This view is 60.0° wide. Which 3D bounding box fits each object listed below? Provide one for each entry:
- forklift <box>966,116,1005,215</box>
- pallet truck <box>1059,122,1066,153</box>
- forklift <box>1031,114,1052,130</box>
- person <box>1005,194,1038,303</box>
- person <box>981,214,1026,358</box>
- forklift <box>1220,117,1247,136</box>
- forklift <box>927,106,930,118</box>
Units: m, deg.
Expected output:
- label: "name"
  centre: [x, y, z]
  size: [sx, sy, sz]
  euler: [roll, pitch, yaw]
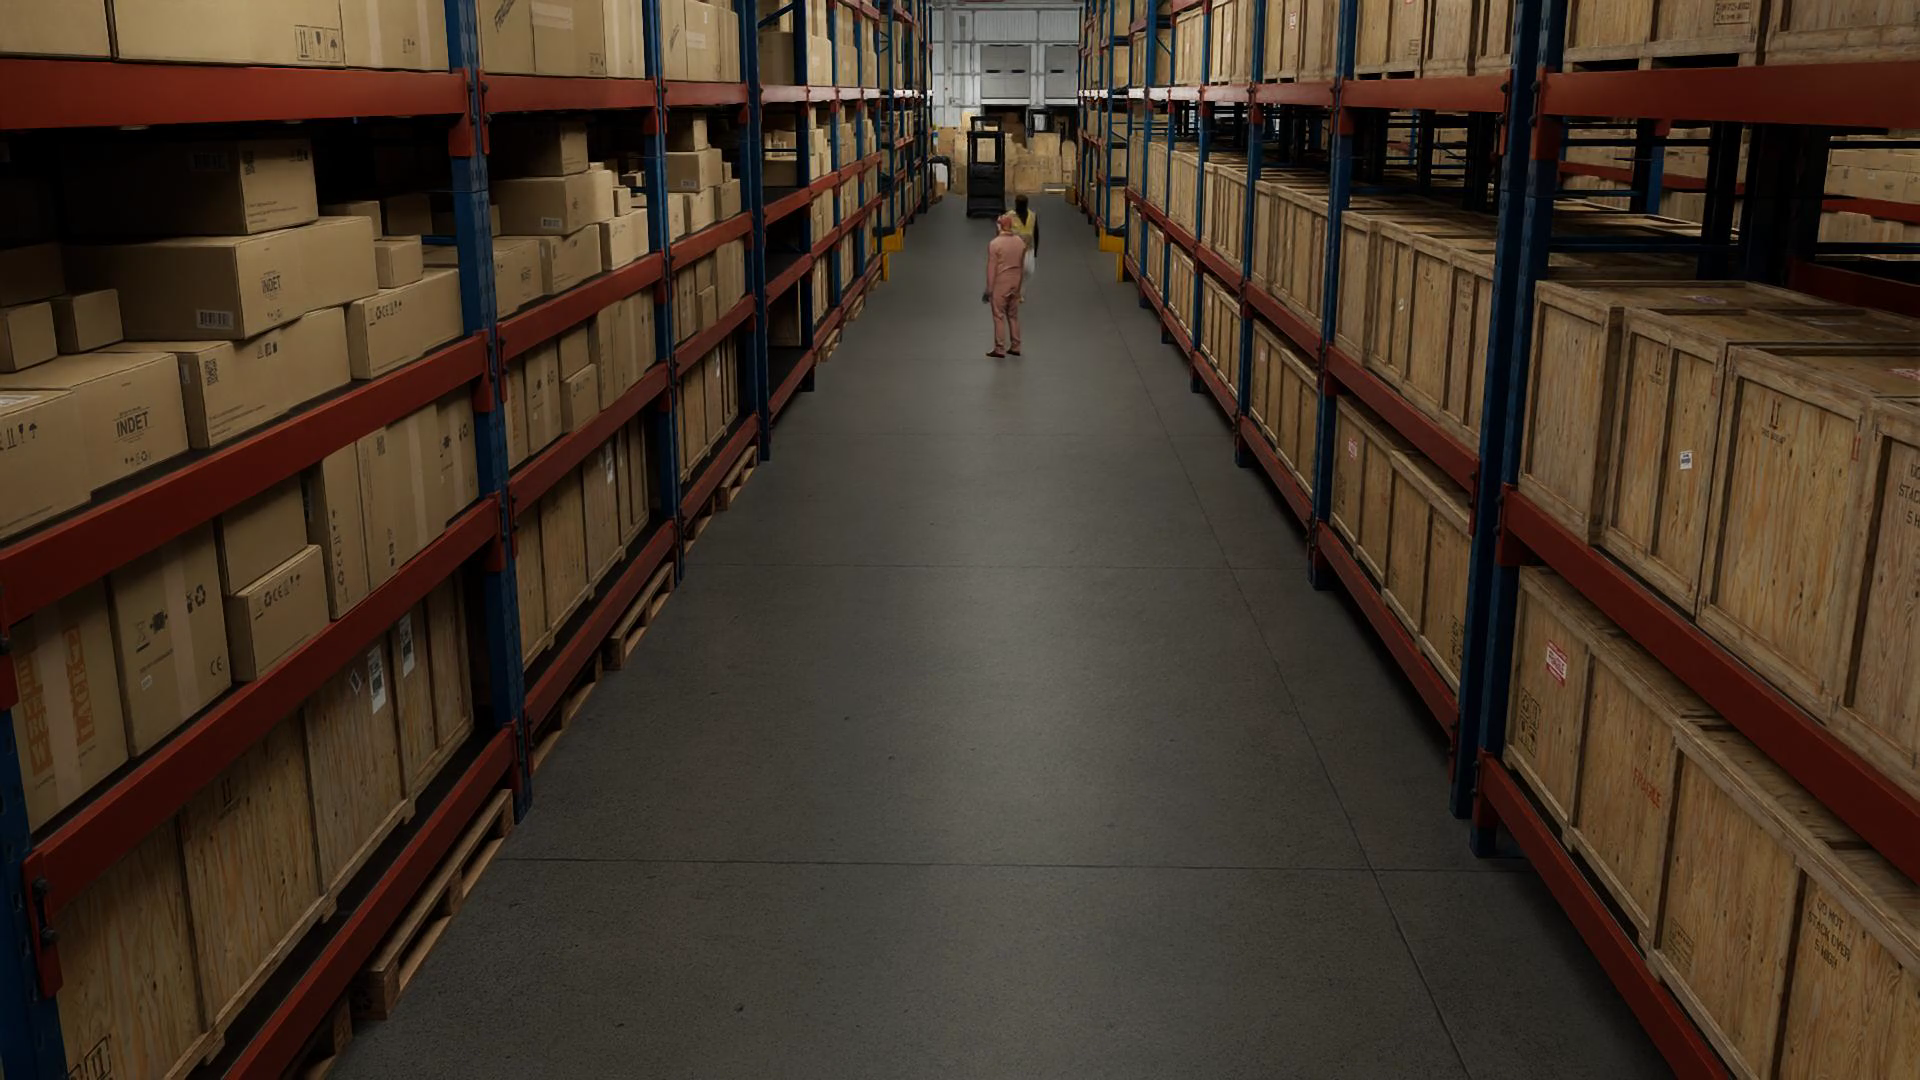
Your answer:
- label: "forklift"
  centre: [0.764, -10.906, 48.368]
  size: [1.129, 2.768, 1.873]
  euler: [0, 15, 2]
- label: "pallet truck"
  centre: [5.788, -21.111, 88.014]
  size: [1.885, 1.965, 0.823]
  euler: [5, 16, 18]
- label: "forklift"
  centre: [3.457, -17.035, 71.174]
  size: [1.129, 2.768, 1.873]
  euler: [0, 15, 2]
- label: "person"
  centre: [1.036, -4.942, 28.172]
  size: [0.636, 1.827, 0.447]
  euler: [-5, 16, -18]
- label: "person"
  centre: [0.577, -3.403, 22.310]
  size: [0.661, 1.906, 0.403]
  euler: [-14, 20, -42]
- label: "forklift"
  centre: [7.733, -10.457, 46.700]
  size: [1.129, 2.768, 1.873]
  euler: [0, 15, 1]
- label: "forklift"
  centre: [-1.960, -21.057, 86.140]
  size: [1.129, 2.768, 1.873]
  euler: [0, 15, 2]
